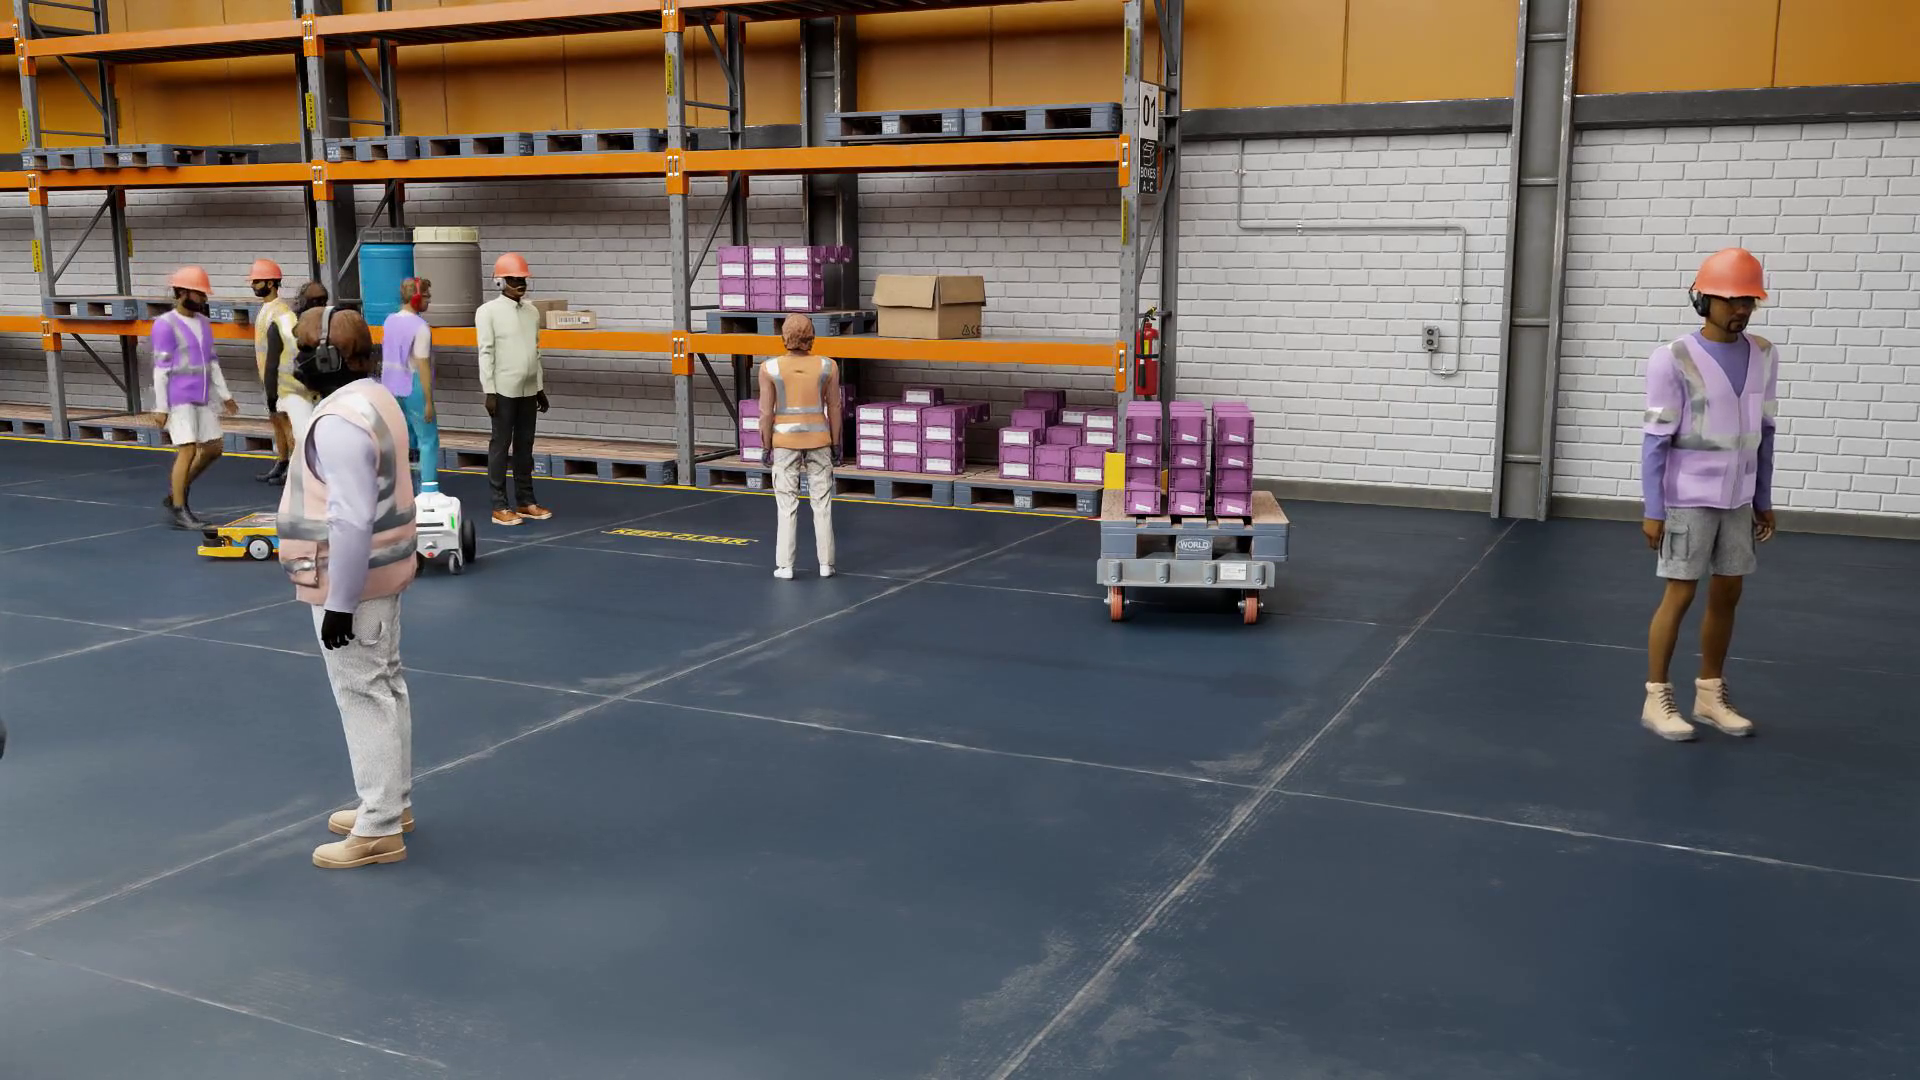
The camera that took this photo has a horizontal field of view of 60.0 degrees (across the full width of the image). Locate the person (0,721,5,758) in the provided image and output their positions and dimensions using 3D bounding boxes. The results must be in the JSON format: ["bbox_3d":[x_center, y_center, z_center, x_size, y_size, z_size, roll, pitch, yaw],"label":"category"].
[{"bbox_3d":[-2.587,0.408,3.860,0.651,1.906,0.403,-6,12,-30],"label":"person"}]

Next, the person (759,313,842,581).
[{"bbox_3d":[-0.971,-0.562,10.180,0.510,1.640,0.308,-2,10,-13],"label":"person"}]

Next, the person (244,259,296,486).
[{"bbox_3d":[-5.915,-1.437,14.336,0.357,1.938,0.547,-8,13,-40],"label":"person"}]

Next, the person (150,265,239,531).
[{"bbox_3d":[-5.616,-1.028,12.064,0.532,1.909,0.559,2,10,10],"label":"person"}]

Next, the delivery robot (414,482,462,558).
[{"bbox_3d":[-3.331,-0.120,10.483,0.477,0.478,0.707,-2,10,-14],"label":"delivery robot"}]

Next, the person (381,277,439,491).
[{"bbox_3d":[-4.234,-1.095,12.705,0.575,1.820,0.678,9,13,41],"label":"person"}]

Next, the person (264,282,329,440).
[{"bbox_3d":[-5.173,-1.158,13.251,0.634,1.770,0.983,-9,14,-43],"label":"person"}]

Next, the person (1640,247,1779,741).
[{"bbox_3d":[3.104,-0.178,6.865,0.620,2.033,0.408,-3,10,-17],"label":"person"}]

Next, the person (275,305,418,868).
[{"bbox_3d":[-2.018,0.153,5.508,0.429,1.842,0.634,-2,10,-10],"label":"person"}]

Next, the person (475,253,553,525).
[{"bbox_3d":[-3.302,-1.118,12.340,0.379,1.996,0.610,5,11,28],"label":"person"}]

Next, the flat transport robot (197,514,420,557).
[{"bbox_3d":[-4.248,-0.044,11.128,1.431,0.197,0.652,0,10,-1],"label":"flat transport robot"}]
